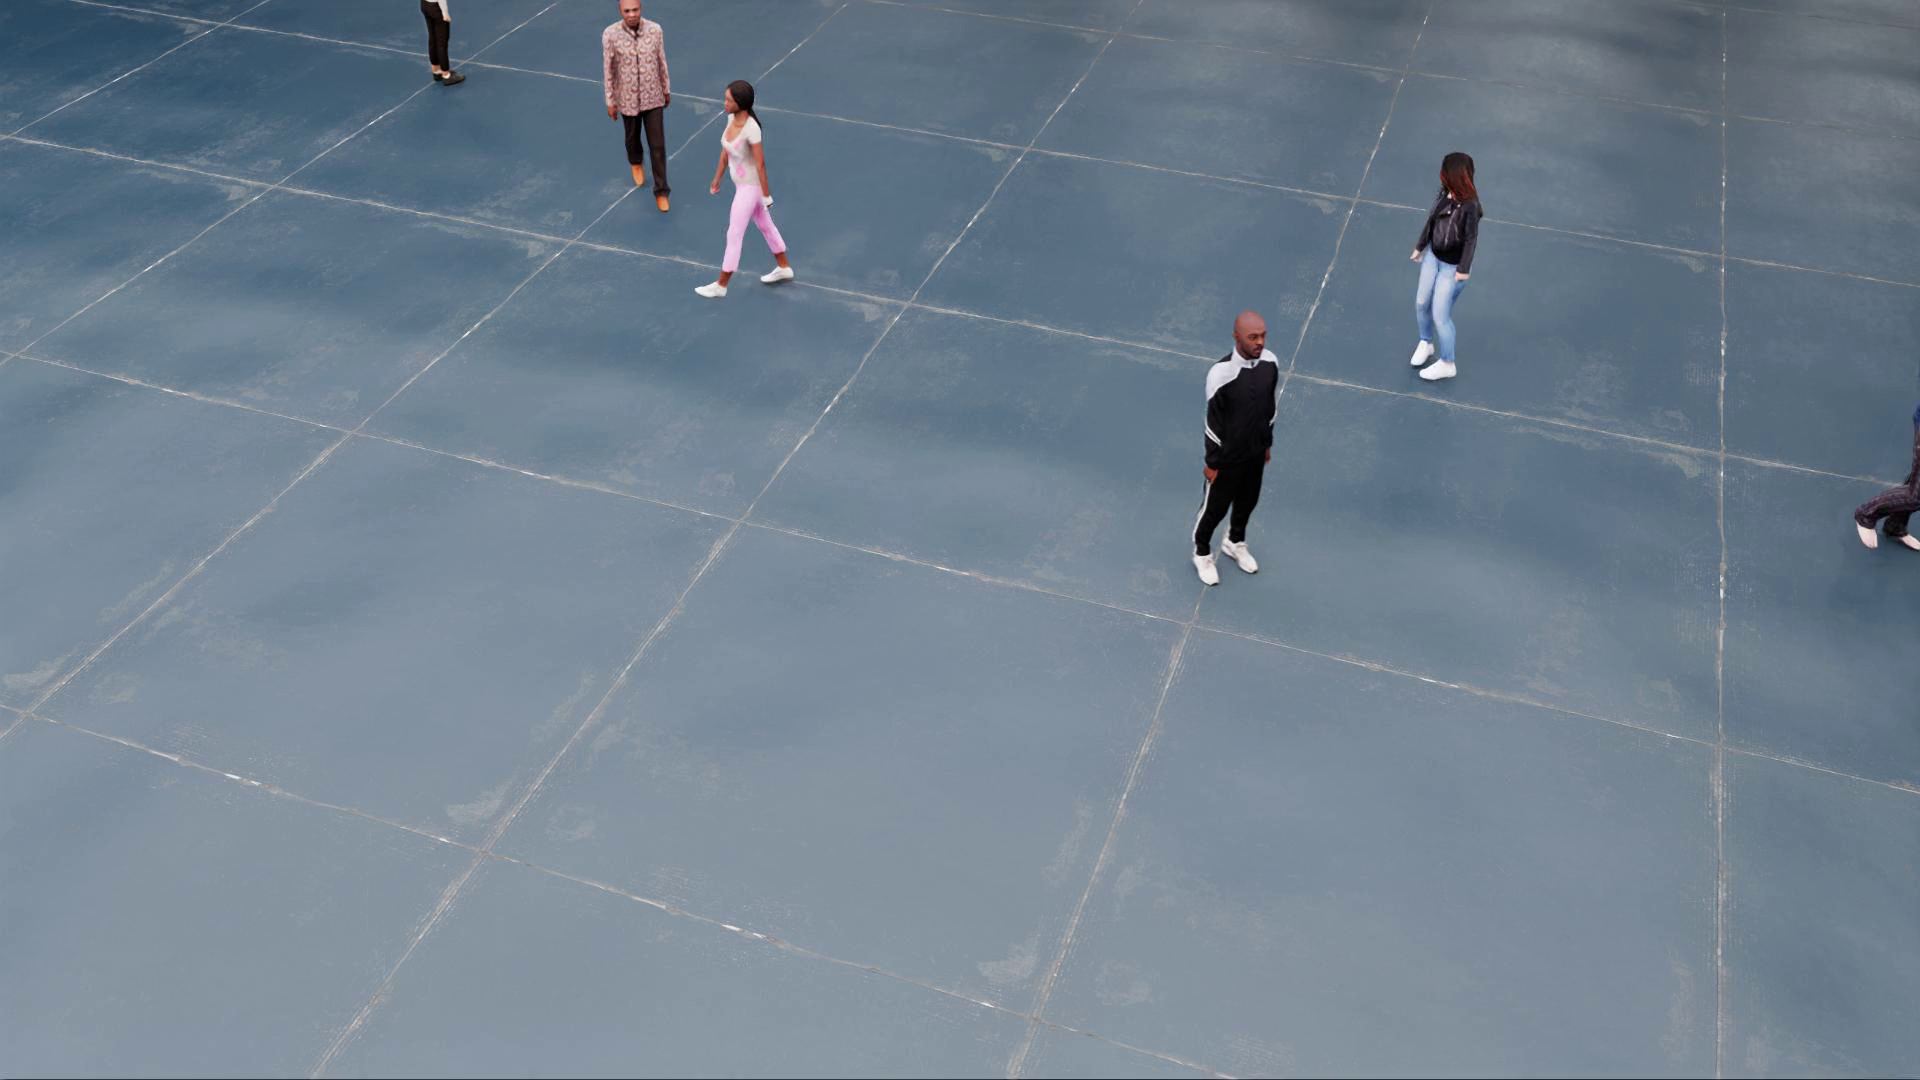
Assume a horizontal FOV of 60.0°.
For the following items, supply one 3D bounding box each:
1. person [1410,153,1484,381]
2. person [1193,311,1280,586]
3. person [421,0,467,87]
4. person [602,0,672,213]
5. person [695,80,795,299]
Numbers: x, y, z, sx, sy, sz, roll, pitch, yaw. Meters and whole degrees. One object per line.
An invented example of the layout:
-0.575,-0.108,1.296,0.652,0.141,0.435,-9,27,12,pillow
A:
3.499,-1.987,11.891,0.850,1.610,0.755,-19,42,-23,person
1.645,-0.575,9.915,0.710,1.822,0.789,-19,42,-23,person
-5.078,-5.139,16.024,0.589,1.482,0.585,32,48,34,person
-2.714,-3.758,14.013,1.136,1.785,1.292,-9,39,-12,person
-1.527,-2.694,12.718,1.100,1.705,1.043,-15,41,-19,person
